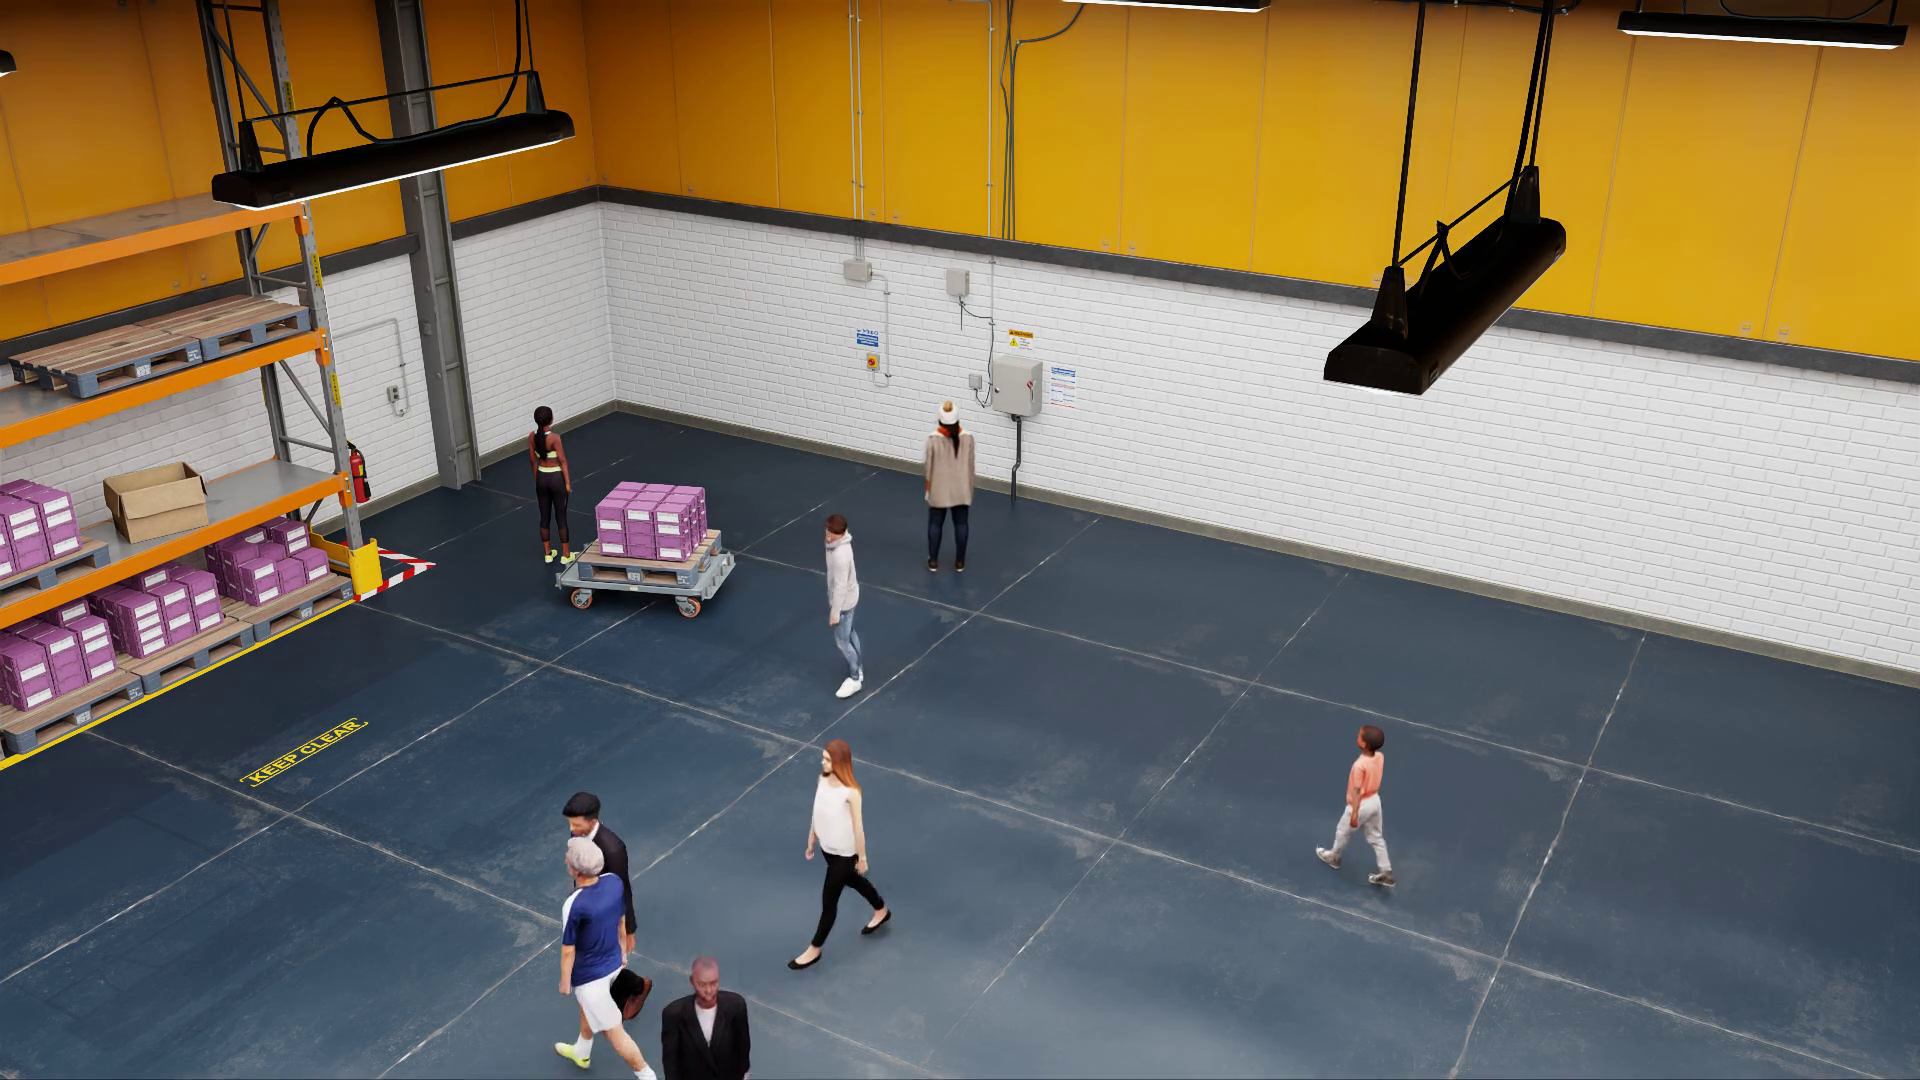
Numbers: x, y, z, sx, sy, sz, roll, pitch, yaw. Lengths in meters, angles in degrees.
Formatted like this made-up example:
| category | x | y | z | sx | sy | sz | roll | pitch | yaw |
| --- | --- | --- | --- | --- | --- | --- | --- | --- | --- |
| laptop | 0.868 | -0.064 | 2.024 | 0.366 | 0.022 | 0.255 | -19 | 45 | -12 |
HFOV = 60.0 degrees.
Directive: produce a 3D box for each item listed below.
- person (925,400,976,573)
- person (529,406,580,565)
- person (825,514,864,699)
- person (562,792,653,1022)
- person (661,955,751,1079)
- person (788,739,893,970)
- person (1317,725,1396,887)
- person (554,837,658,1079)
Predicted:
| category | x | y | z | sx | sy | sz | roll | pitch | yaw |
| --- | --- | --- | --- | --- | --- | --- | --- | --- | --- |
| person | -0.118 | -0.566 | 17.486 | 0.830 | 1.882 | 0.869 | -2 | 24 | -5 |
| person | -4.356 | -0.587 | 17.694 | 0.610 | 1.755 | 0.595 | 6 | 24 | 13 |
| person | -1.025 | 0.529 | 15.061 | 0.972 | 1.818 | 0.854 | 0 | 24 | 1 |
| person | -2.214 | 2.383 | 10.764 | 0.891 | 1.864 | 0.920 | -16 | 28 | -32 |
| person | -1.437 | 3.039 | 9.442 | 1.100 | 1.719 | 1.226 | -4 | 24 | -9 |
| person | -0.765 | 2.127 | 11.577 | 1.193 | 1.680 | 0.906 | -17 | 29 | -33 |
| person | 3.064 | 1.996 | 12.366 | 0.910 | 1.289 | 0.800 | -16 | 28 | -33 |
| person | -2.164 | 2.664 | 10.198 | 0.778 | 1.802 | 1.126 | 10 | 26 | 22 |
